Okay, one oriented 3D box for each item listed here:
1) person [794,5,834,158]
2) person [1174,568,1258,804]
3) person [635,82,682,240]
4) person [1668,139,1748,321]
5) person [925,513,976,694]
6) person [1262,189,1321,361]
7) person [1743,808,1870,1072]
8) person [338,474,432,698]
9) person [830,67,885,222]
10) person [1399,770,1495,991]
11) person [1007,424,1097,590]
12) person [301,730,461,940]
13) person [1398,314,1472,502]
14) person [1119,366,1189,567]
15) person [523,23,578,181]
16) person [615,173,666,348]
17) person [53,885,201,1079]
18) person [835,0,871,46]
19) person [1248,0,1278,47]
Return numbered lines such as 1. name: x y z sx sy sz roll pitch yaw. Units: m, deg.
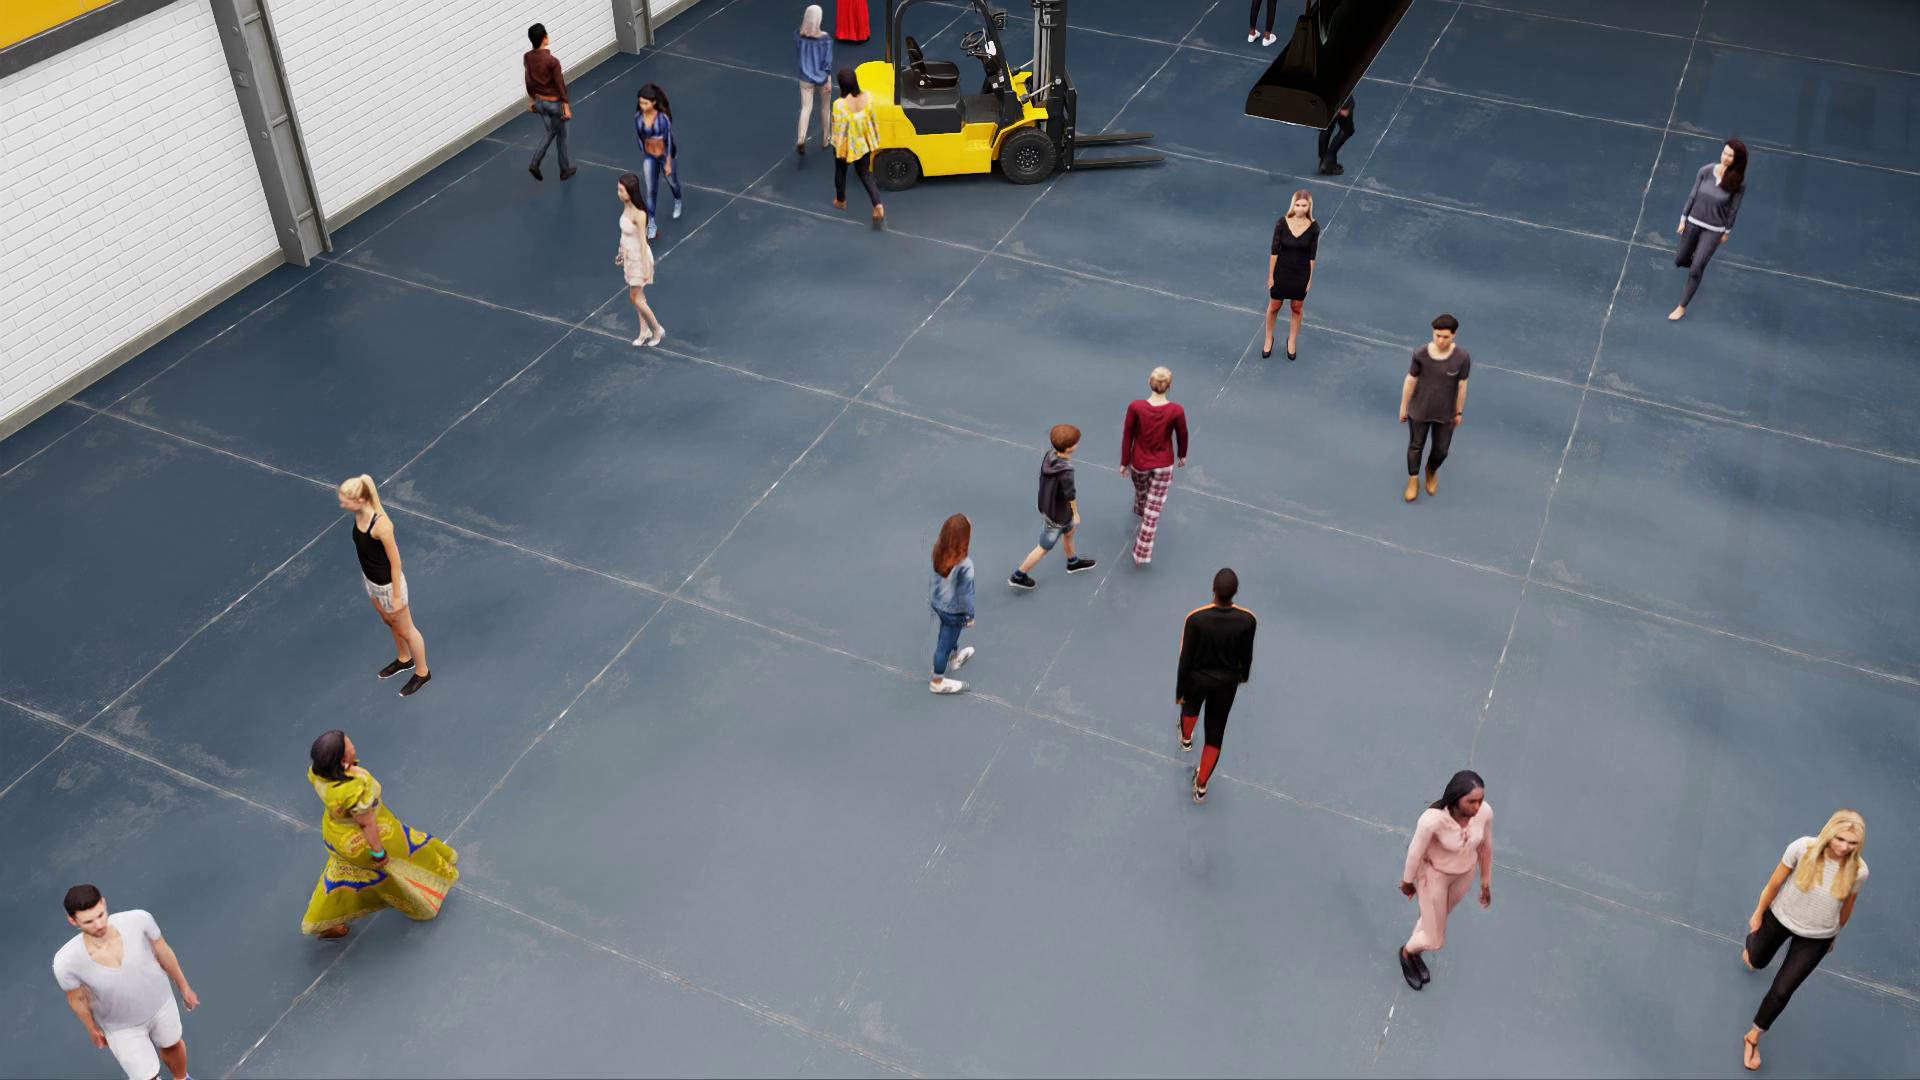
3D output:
1. person: -1.642 -5.046 18.382 0.725 1.679 1.029 10 40 12
2. person: 1.631 0.981 10.749 0.875 1.777 1.091 2 39 3
3. person: -3.049 -3.925 17.059 0.802 1.568 1.126 6 39 7
4. person: 7.075 -2.987 15.738 0.826 1.750 1.080 30 47 32
5. person: -0.115 0.464 11.647 0.843 1.462 0.762 -22 44 -25
6. person: 2.998 -2.402 15.064 0.596 1.677 0.551 5 39 6
7. person: 4.677 2.106 9.319 0.598 1.803 1.069 15 41 18
8. person: -4.002 0.271 11.578 0.657 1.851 0.682 -30 48 -32
9. person: -1.050 -4.038 17.158 1.109 1.620 1.070 -24 44 -27
10. person: 2.753 1.915 9.635 0.738 1.707 0.804 -14 41 -17
11. person: 0.668 -0.213 12.535 0.986 1.413 0.957 -12 40 -15
12. person: -3.614 1.792 9.859 1.013 1.631 1.333 28 46 30
13. person: 3.832 -1.112 13.427 0.672 1.705 0.644 12 40 14
14. person: 1.467 -0.547 12.759 0.821 1.656 1.139 7 39 9
15. person: -4.432 -4.619 17.769 0.686 1.766 0.886 19 42 22
16. person: -2.893 -2.556 15.214 0.717 1.732 0.673 -16 41 -19
17. person: -4.455 2.422 8.891 0.823 1.843 0.693 29 47 31
18. person: -1.378 -7.135 20.914 0.643 1.784 0.621 13 40 16
19. person: 3.879 -7.122 20.933 0.600 1.729 0.566 19 42 22
